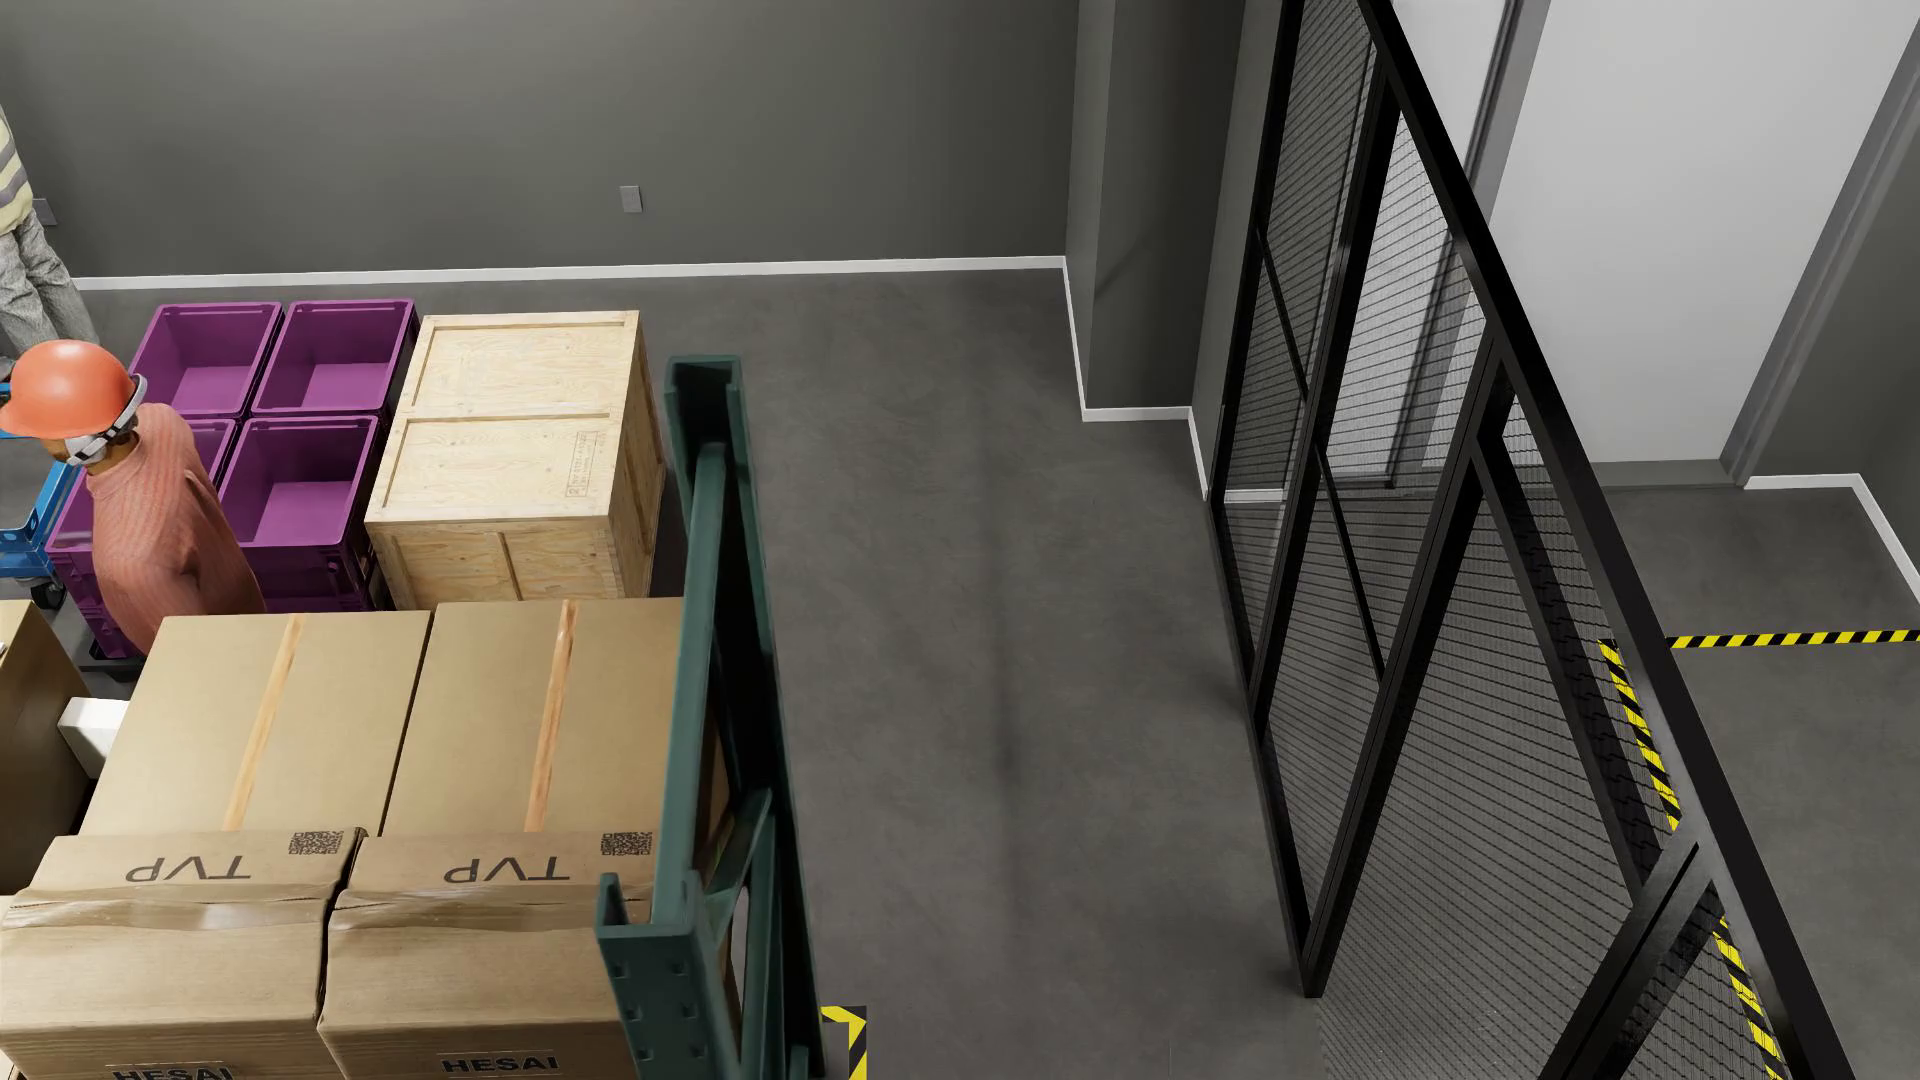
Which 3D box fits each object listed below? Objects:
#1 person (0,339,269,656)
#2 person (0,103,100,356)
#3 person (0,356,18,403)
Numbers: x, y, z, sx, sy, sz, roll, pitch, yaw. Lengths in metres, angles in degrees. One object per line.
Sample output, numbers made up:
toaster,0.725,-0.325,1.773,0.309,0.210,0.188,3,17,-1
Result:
person,-2.039,0.257,4.474,0.377,1.994,0.608,-12,47,-11
person,-3.536,-1.193,5.967,0.403,1.834,0.590,0,46,0
person,-4.001,-1.277,6.007,0.917,1.894,0.655,-3,46,-3
